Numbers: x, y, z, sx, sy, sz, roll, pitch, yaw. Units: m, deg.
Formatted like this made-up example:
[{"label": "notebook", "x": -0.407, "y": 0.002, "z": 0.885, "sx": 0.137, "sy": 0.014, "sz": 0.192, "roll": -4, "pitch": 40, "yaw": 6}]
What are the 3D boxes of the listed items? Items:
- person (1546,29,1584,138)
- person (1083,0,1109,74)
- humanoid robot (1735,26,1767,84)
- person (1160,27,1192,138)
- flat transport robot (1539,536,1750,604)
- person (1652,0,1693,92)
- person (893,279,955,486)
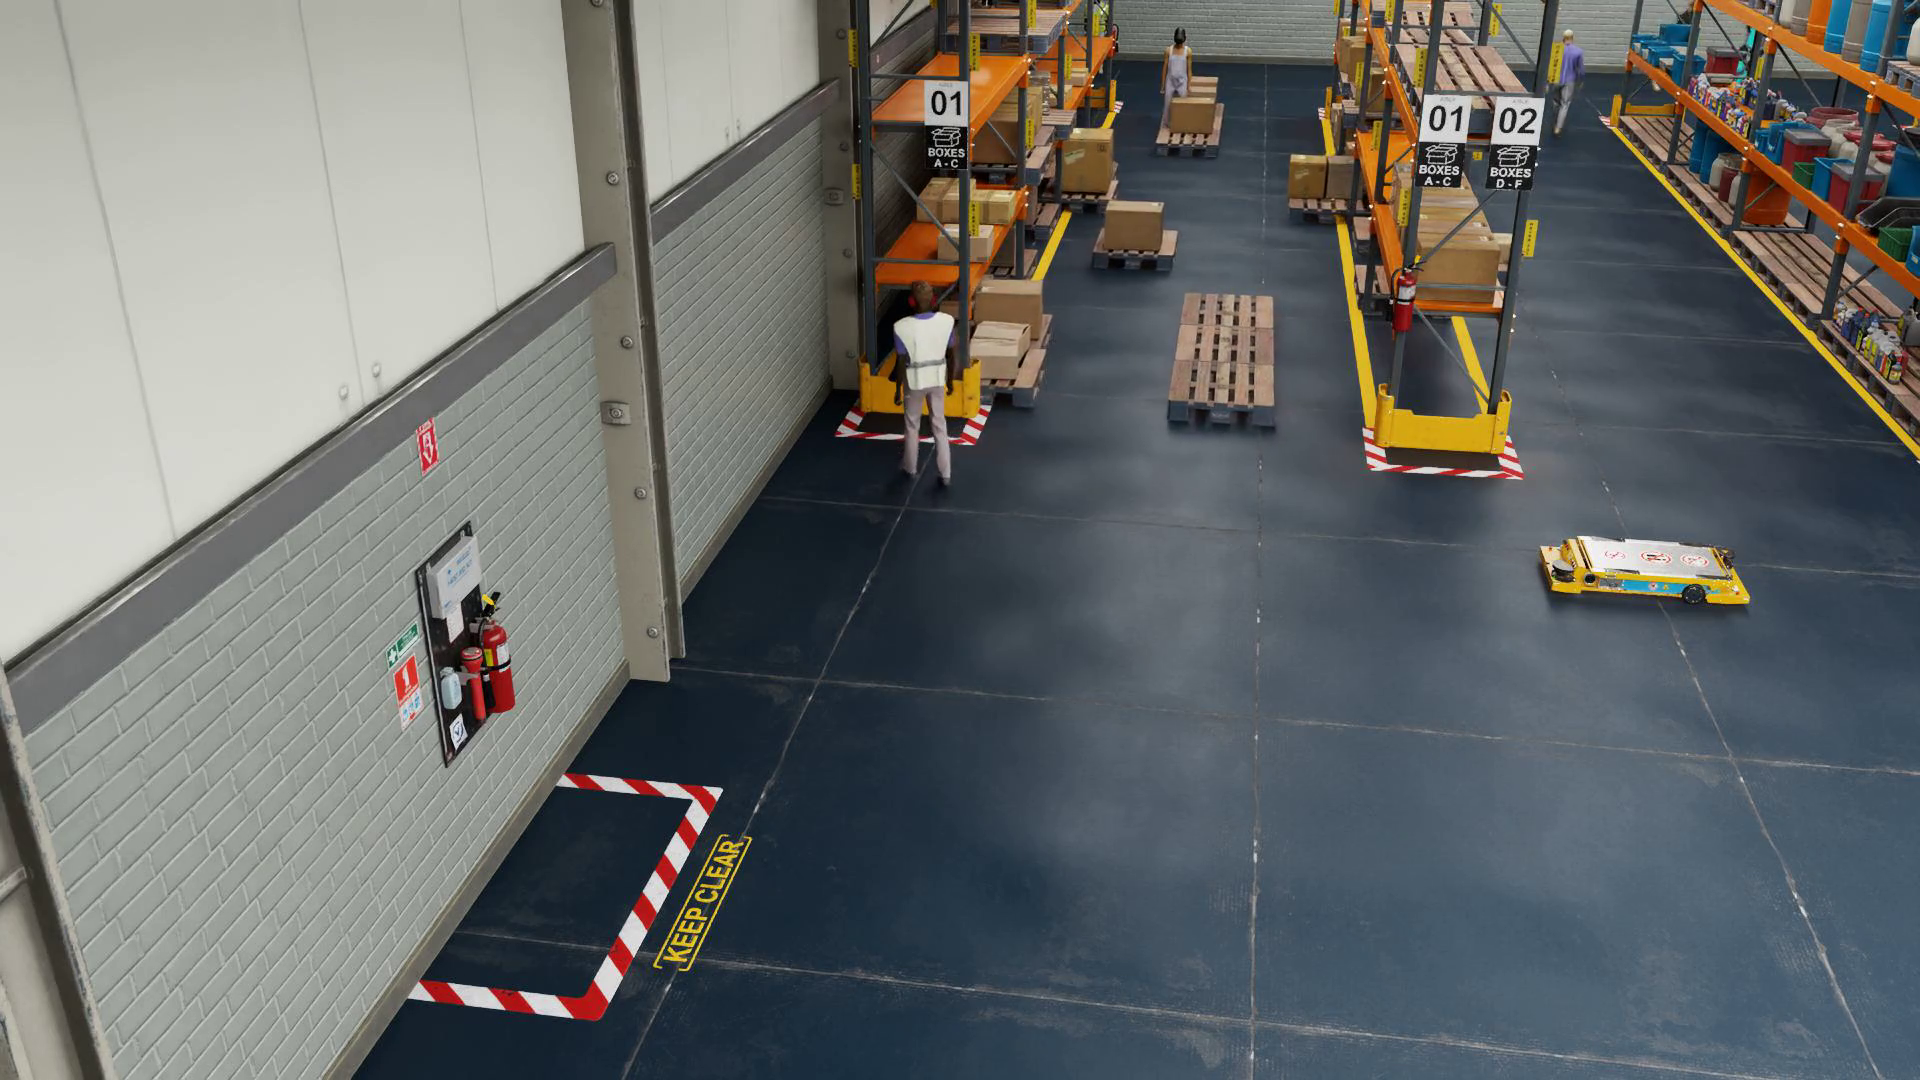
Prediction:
[{"label": "person", "x": 10.233, "y": -7.736, "z": 28.166, "sx": 0.593, "sy": 1.759, "sz": 0.961, "roll": 12, "pitch": 27, "yaw": 23}, {"label": "person", "x": 2.760, "y": -10.362, "z": 33.846, "sx": 0.532, "sy": 1.696, "sz": 0.318, "roll": 4, "pitch": 25, "yaw": 9}, {"label": "humanoid robot", "x": 14.059, "y": -8.549, "z": 29.922, "sx": 1.032, "sy": 1.730, "sz": 0.561, "roll": -7, "pitch": 26, "yaw": -15}, {"label": "person", "x": 3.598, "y": -7.590, "z": 27.718, "sx": 0.504, "sy": 1.864, "sz": 0.364, "roll": 4, "pitch": 25, "yaw": 9}, {"label": "flat transport robot", "x": 5.279, "y": 0.231, "z": 12.864, "sx": 1.431, "sy": 0.231, "sz": 0.659, "roll": 4, "pitch": 25, "yaw": 9}, {"label": "person", "x": 13.653, "y": -9.343, "z": 31.503, "sx": 0.691, "sy": 1.833, "sz": 0.543, "roll": 19, "pitch": 31, "yaw": 35}, {"label": "person", "x": -0.312, "y": -1.359, "z": 14.440, "sx": 0.572, "sy": 1.850, "sz": 0.510, "roll": -10, "pitch": 27, "yaw": -20}]
